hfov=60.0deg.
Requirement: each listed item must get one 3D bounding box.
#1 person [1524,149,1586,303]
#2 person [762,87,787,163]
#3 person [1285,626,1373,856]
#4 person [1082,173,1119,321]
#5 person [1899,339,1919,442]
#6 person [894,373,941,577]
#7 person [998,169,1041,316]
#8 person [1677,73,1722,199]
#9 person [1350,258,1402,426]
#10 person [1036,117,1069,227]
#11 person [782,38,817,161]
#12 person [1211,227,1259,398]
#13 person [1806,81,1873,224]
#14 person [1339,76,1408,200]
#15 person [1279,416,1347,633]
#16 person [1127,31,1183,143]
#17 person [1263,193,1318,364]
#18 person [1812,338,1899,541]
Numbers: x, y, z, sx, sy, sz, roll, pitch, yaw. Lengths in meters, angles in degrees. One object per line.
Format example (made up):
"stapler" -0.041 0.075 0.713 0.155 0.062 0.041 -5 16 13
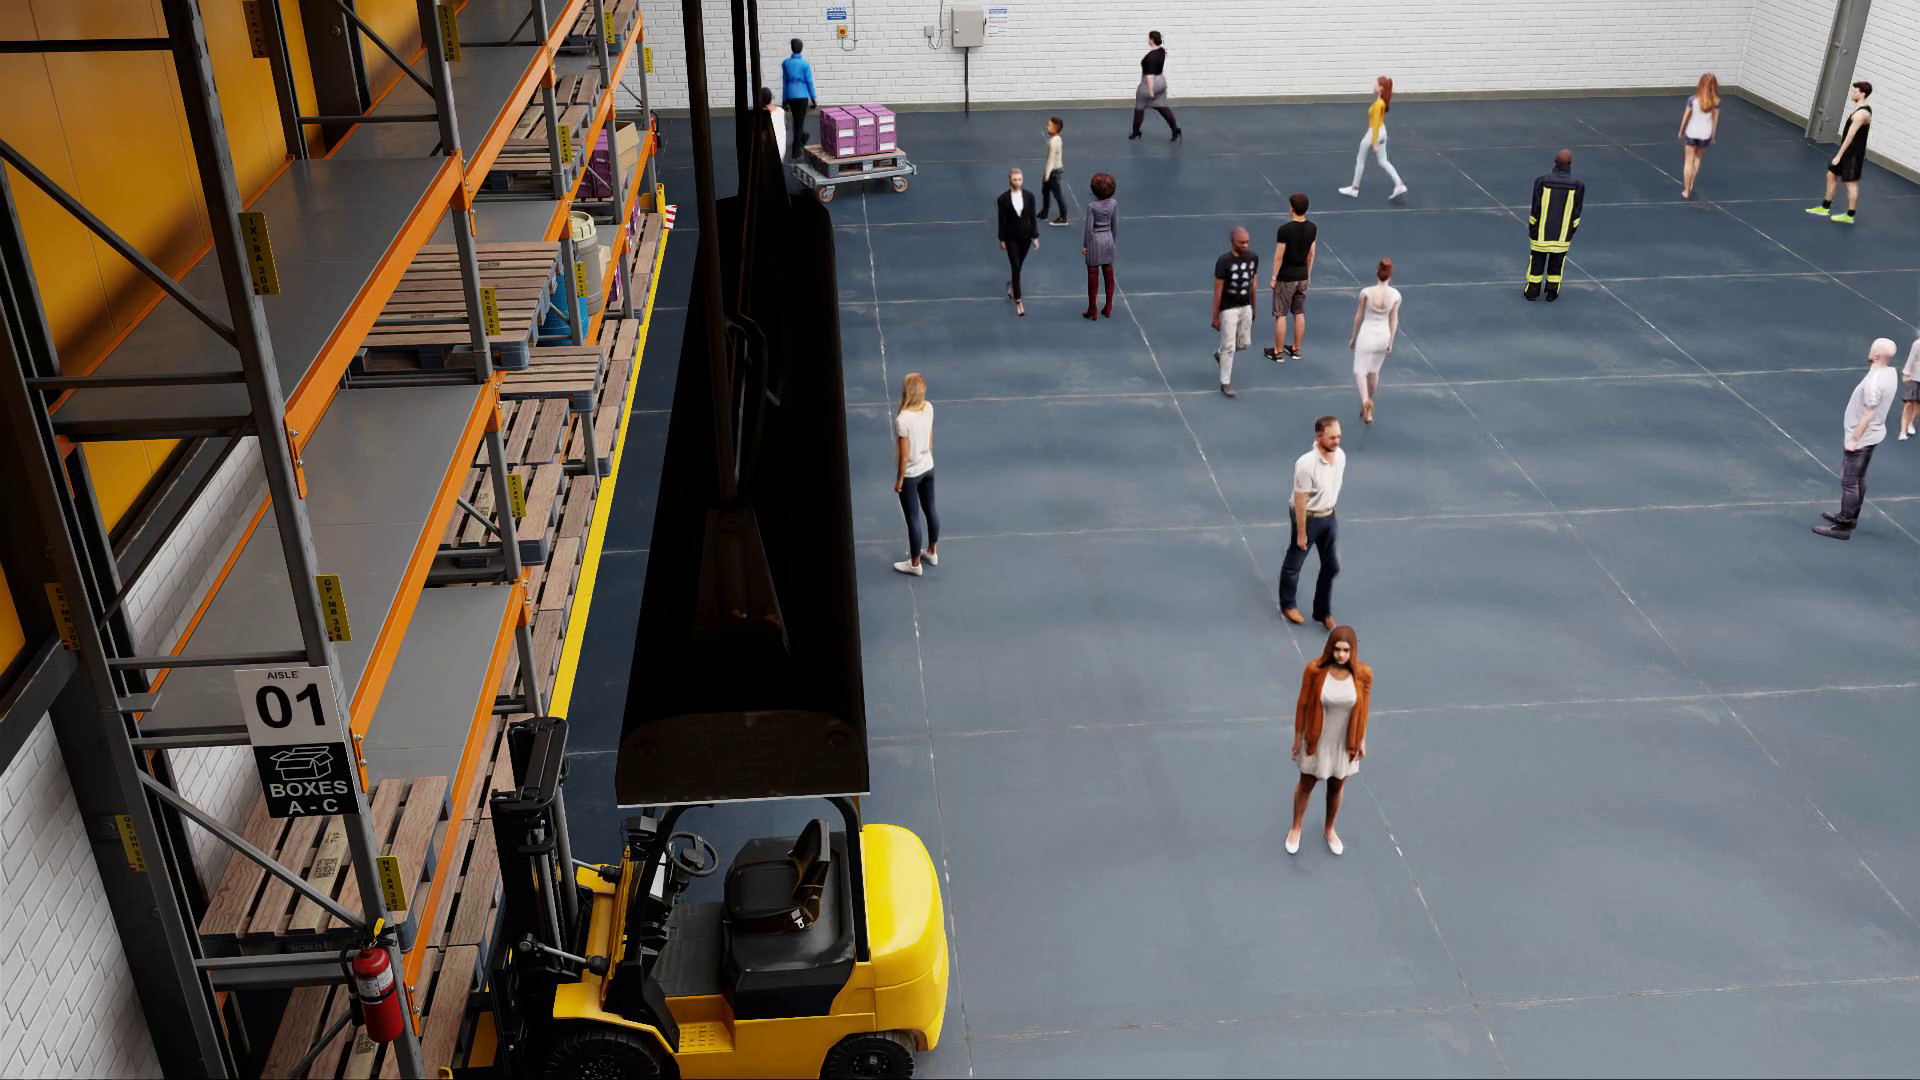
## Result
"person" 7.036 -3.739 19.724 0.832 1.823 0.800 7 29 13
"person" -2.591 -5.345 22.820 0.769 1.677 0.800 -22 36 -35
"person" 2.369 1.261 10.665 0.658 1.719 0.609 2 29 3
"person" 1.624 -3.388 19.197 0.642 1.710 0.623 -12 31 -21
"person" 9.511 -1.613 16.426 0.726 1.248 0.903 10 30 18
"person" -0.355 -0.555 13.900 0.719 1.809 0.657 21 35 34
"person" 0.663 -3.527 19.501 0.751 1.663 1.103 -7 29 -12
"person" 10.365 -5.647 23.334 0.737 1.714 0.823 5 29 10
"person" 4.068 -1.897 16.395 0.696 1.776 0.964 3 29 6
"person" 1.338 -4.929 22.291 0.722 1.453 0.748 4 29 7
"person" -2.488 -6.606 25.045 0.958 1.759 1.191 10 30 18
"person" 2.815 -2.415 17.331 0.838 1.788 0.982 -12 31 -21
"person" 12.060 -5.178 22.314 0.951 1.867 0.924 10 30 17
"person" 5.896 -5.577 23.205 1.125 1.714 1.156 17 33 29
"person" 2.733 -0.188 13.199 0.820 1.836 0.940 -12 31 -21
"person" 3.091 -6.969 25.753 1.160 1.719 1.129 20 34 32
"person" 3.603 -2.848 18.050 0.721 1.860 0.703 -13 31 -22
"person" 7.877 -0.896 14.501 0.794 1.831 0.743 23 36 36
